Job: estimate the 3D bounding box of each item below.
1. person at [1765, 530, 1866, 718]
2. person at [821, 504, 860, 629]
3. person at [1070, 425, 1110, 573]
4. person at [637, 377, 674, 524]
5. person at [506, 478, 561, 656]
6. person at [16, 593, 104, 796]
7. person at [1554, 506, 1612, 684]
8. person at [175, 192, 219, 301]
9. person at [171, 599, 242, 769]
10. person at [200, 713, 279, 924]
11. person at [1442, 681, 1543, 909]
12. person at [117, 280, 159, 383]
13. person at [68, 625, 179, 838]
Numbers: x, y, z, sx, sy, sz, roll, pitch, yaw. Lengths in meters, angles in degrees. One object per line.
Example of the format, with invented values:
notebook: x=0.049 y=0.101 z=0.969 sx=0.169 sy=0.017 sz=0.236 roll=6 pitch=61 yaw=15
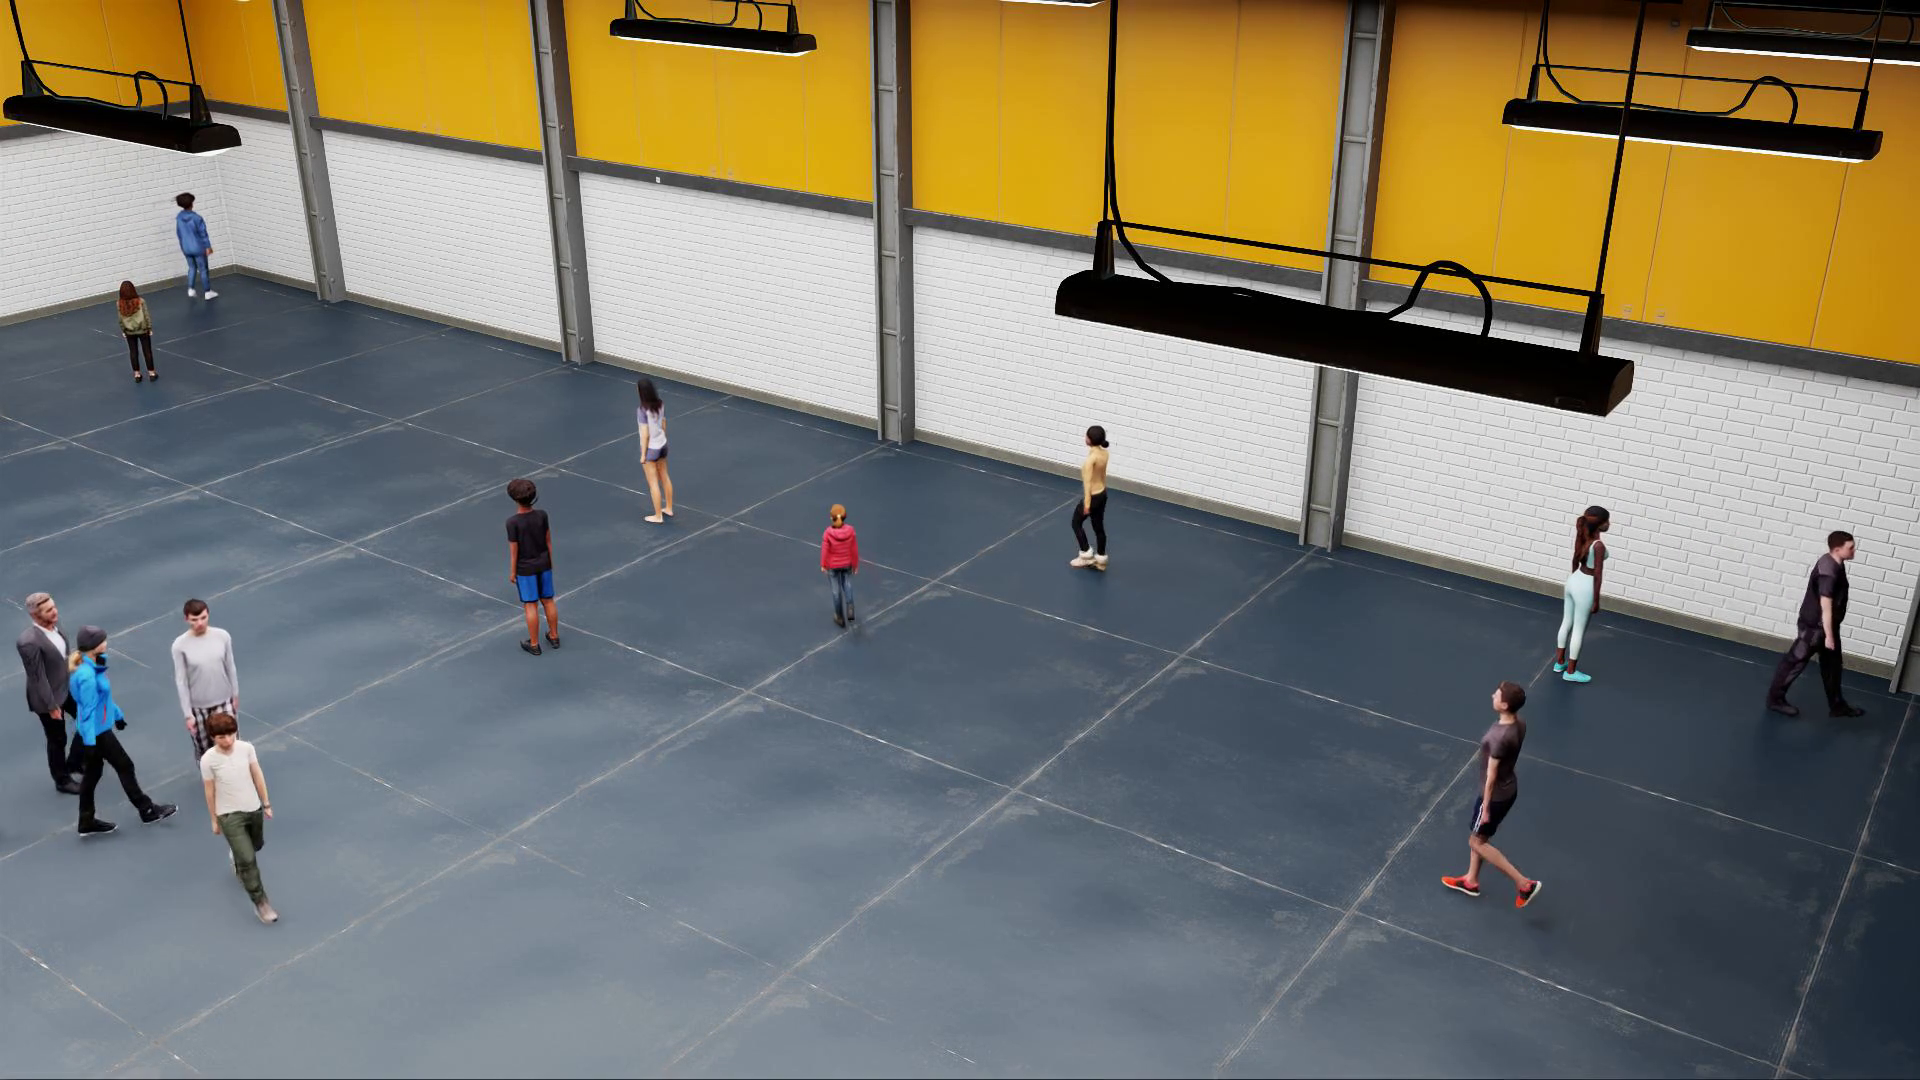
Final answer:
person: x=7.604 y=0.747 z=14.928 sx=1.012 sy=1.816 sz=0.759 roll=17 pitch=29 yaw=34
person: x=-1.184 y=0.282 z=16.626 sx=0.623 sy=1.308 sz=0.675 roll=-9 pitch=25 yaw=-19
person: x=1.499 y=-0.423 z=17.814 sx=0.608 sy=1.648 sz=0.617 roll=17 pitch=29 yaw=34
person: x=-3.522 y=-1.048 z=19.141 sx=0.533 sy=1.731 sz=0.602 roll=12 pitch=26 yaw=26
person: x=-4.131 y=0.250 z=16.095 sx=0.659 sy=1.792 sz=0.637 roll=-19 pitch=30 yaw=-37
person: x=-7.550 y=1.268 z=13.727 sx=0.866 sy=1.824 sz=0.854 roll=1 pitch=24 yaw=2
person: x=5.845 y=0.488 z=15.634 sx=0.711 sy=1.726 sz=0.646 roll=-5 pitch=24 yaw=-11
person: x=-12.862 y=-4.905 z=27.876 sx=0.758 sy=1.802 sz=0.856 roll=5 pitch=24 yaw=12
person: x=-6.196 y=1.314 z=13.647 sx=0.915 sy=1.803 sz=1.251 roll=-16 pitch=28 yaw=-32
person: x=-5.359 y=1.992 z=12.311 sx=0.721 sy=1.631 sz=1.110 roll=-21 pitch=31 yaw=-39
person: x=4.015 y=1.905 z=12.253 sx=0.963 sy=1.836 sz=0.649 roll=17 pitch=29 yaw=33
person: x=-11.857 y=-3.014 z=23.957 sx=0.643 sy=1.476 sz=0.696 roll=-5 pitch=24 yaw=-11
person: x=-6.932 y=1.545 z=13.158 sx=1.031 sy=1.771 sz=1.051 roll=-10 pitch=25 yaw=-21
